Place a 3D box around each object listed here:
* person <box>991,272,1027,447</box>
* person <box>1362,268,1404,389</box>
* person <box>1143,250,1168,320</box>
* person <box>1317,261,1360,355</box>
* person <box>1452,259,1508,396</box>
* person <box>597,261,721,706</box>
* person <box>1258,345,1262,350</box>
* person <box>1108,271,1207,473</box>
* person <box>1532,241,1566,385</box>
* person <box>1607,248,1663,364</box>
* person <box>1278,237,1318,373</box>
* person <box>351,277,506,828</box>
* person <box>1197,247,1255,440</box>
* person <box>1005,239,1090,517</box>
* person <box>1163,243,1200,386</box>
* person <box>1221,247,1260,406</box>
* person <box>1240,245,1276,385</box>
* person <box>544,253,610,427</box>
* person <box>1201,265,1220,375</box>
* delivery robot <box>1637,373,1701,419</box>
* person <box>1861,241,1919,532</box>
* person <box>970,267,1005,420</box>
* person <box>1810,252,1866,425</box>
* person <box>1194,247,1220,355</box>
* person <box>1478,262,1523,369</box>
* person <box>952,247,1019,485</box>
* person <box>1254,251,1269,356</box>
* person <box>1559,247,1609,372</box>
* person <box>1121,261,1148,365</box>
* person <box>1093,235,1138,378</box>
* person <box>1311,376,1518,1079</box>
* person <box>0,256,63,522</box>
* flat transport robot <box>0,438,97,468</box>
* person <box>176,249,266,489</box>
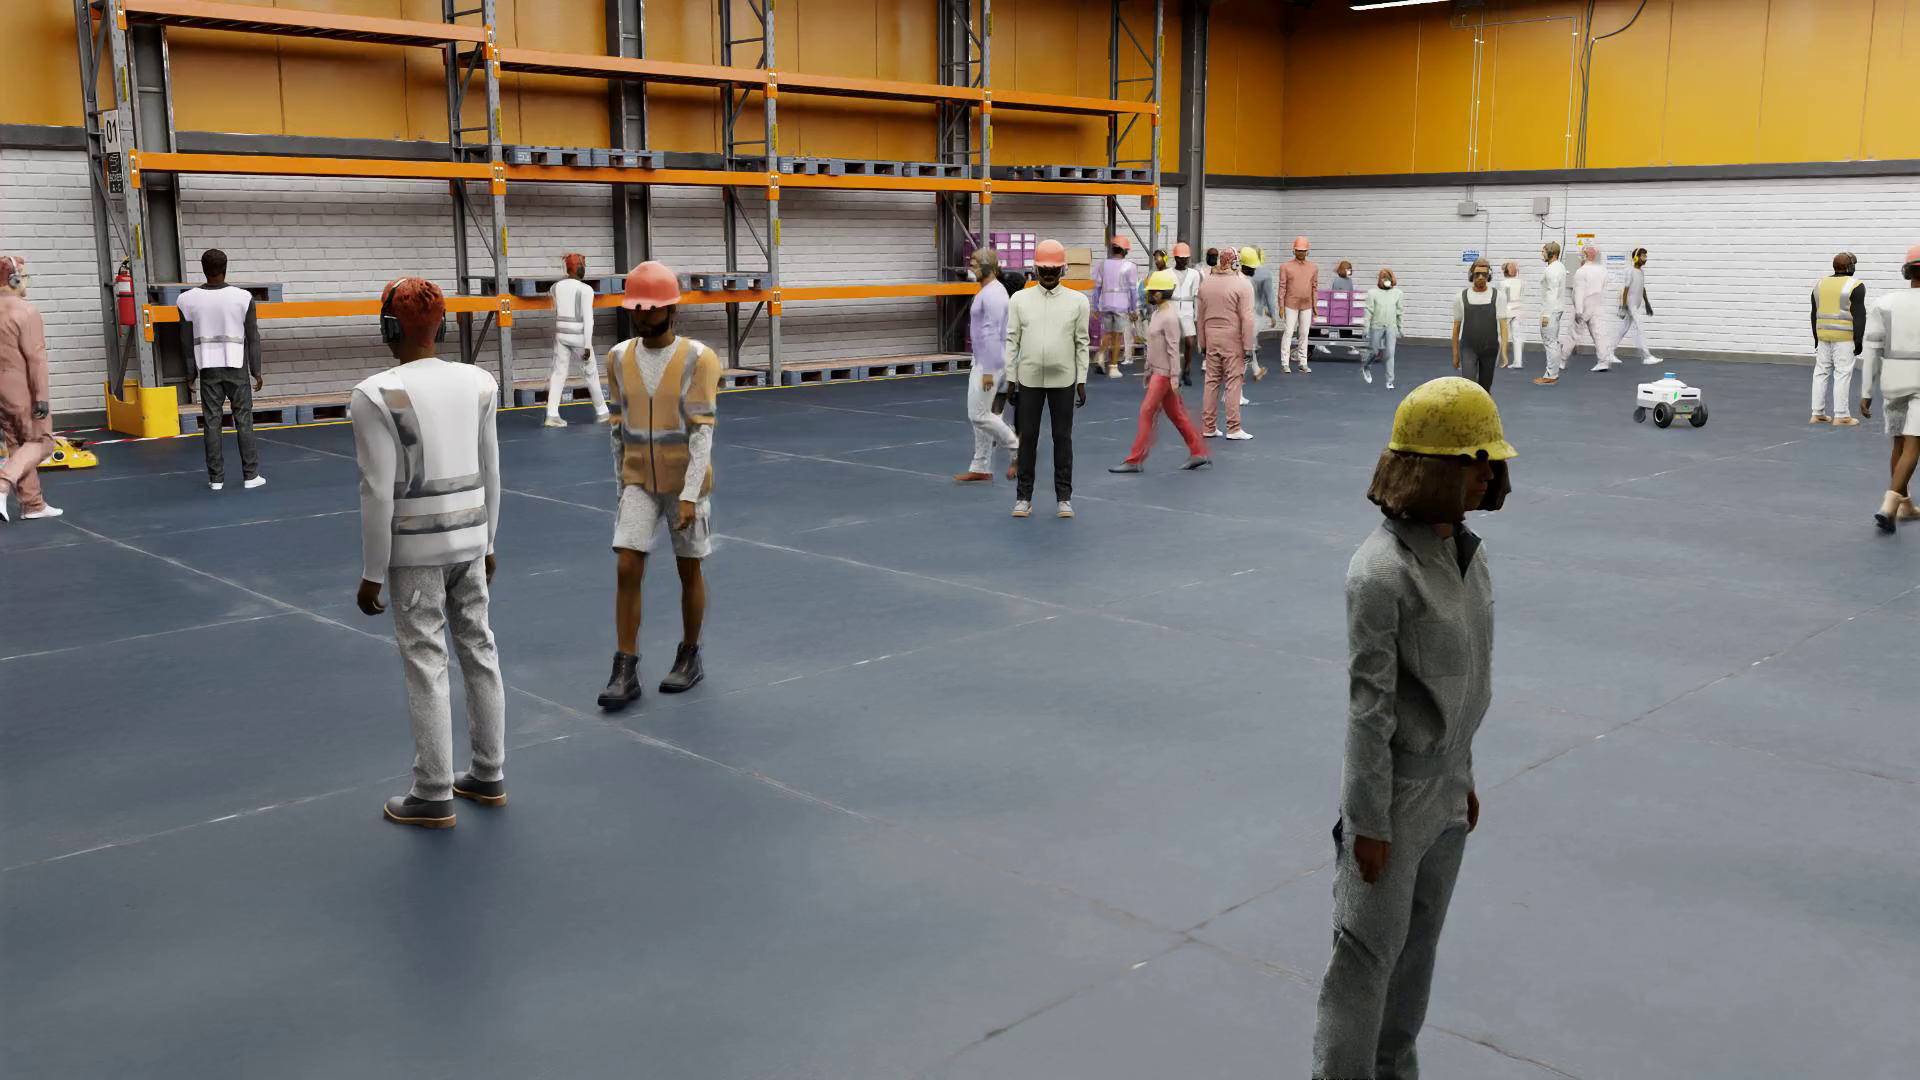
[{"bbox_3d":[0.473,-1.665,15.600,0.540,1.676,0.570,4,11,20],"label":"person"},{"bbox_3d":[5.633,-2.831,22.190,0.537,1.599,0.705,0,10,-1],"label":"person"},{"bbox_3d":[3.132,-3.559,25.637,0.507,1.805,1.034,7,12,33],"label":"person"},{"bbox_3d":[6.488,-3.964,28.405,0.874,1.586,0.506,8,13,37],"label":"person"},{"bbox_3d":[5.101,-1.855,16.350,0.534,1.806,0.978,3,11,14],"label":"person"},{"bbox_3d":[-1.308,-0.223,7.127,0.538,1.903,0.808,2,11,11],"label":"person"},{"bbox_3d":[5.078,-4.250,29.400,0.669,1.807,0.666,3,11,17],"label":"person"},{"bbox_3d":[1.741,-1.431,14.225,0.892,1.726,0.536,-1,10,-7],"label":"person"},{"bbox_3d":[8.002,-3.064,22.531,0.352,1.937,0.635,6,12,28],"label":"person"},{"bbox_3d":[10.671,-3.689,26.272,0.976,1.819,0.536,9,14,41],"label":"person"},{"bbox_3d":[4.986,-3.451,24.493,0.623,1.990,0.388,-2,11,-11],"label":"person"},{"bbox_3d":[-1.815,0.049,5.711,0.361,1.882,0.574,7,12,33],"label":"person"},{"bbox_3d":[2.662,-1.946,16.523,0.403,1.906,0.651,-10,14,-42],"label":"person"},{"bbox_3d":[0.624,-1.152,11.958,0.609,1.993,0.382,1,10,5],"label":"person"},{"bbox_3d":[2.938,-3.007,22.266,0.555,1.917,0.527,0,10,-1],"label":"person"},{"bbox_3d":[3.332,-2.537,19.839,0.397,1.879,0.684,0,10,0],"label":"person"},{"bbox_3d":[3.995,-3.064,22.687,0.653,1.881,1.024,9,14,41],"label":"person"},{"bbox_3d":[-4.103,-2.132,17.745,0.577,1.837,0.989,5,11,24],"label":"person"},{"bbox_3d":[3.756,-3.189,24.185,0.509,1.581,0.879,4,11,21],"label":"person"},{"bbox_3d":[7.557,-1.540,17.738,0.477,0.478,0.707,-2,11,-11],"label":"delivery robot"},{"bbox_3d":[6.562,-1.065,11.479,1.044,2.003,0.618,-10,14,-43],"label":"person"},{"bbox_3d":[0.358,-2.112,18.008,0.559,1.684,0.363,6,12,30],"label":"person"},{"bbox_3d":[9.409,-2.149,17.802,0.429,1.846,0.625,-4,11,-22],"label":"person"},{"bbox_3d":[4.235,-4.020,28.067,0.637,1.817,0.550,-2,11,-9],"label":"person"},{"bbox_3d":[8.316,-3.425,25.419,0.521,1.604,0.819,-5,12,-26],"label":"person"},{"bbox_3d":[0.250,-1.384,13.394,0.572,1.927,0.649,-1,10,-4],"label":"person"},{"bbox_3d":[4.793,-3.866,27.378,0.604,1.768,0.900,7,13,35],"label":"person"},{"bbox_3d":[9.345,-3.450,24.875,0.669,1.850,1.018,-6,12,-30],"label":"person"},{"bbox_3d":[2.764,-3.561,26.098,0.552,1.616,0.640,9,13,39],"label":"person"},{"bbox_3d":[2.226,-3.310,23.647,0.626,2.020,0.484,7,13,34],"label":"person"},{"bbox_3d":[0.960,0.530,3.463,0.324,1.743,0.490,9,14,40],"label":"person"},{"bbox_3d":[-6.654,-1.037,11.640,0.647,1.886,0.665,4,11,22],"label":"person"},{"bbox_3d":[-8.256,-0.714,14.265,1.431,0.197,0.652,-7,13,-34],"label":"flat transport robot"},{"bbox_3d":[-5.887,-1.355,13.283,0.589,1.914,0.392,-3,11,-15],"label":"person"}]
